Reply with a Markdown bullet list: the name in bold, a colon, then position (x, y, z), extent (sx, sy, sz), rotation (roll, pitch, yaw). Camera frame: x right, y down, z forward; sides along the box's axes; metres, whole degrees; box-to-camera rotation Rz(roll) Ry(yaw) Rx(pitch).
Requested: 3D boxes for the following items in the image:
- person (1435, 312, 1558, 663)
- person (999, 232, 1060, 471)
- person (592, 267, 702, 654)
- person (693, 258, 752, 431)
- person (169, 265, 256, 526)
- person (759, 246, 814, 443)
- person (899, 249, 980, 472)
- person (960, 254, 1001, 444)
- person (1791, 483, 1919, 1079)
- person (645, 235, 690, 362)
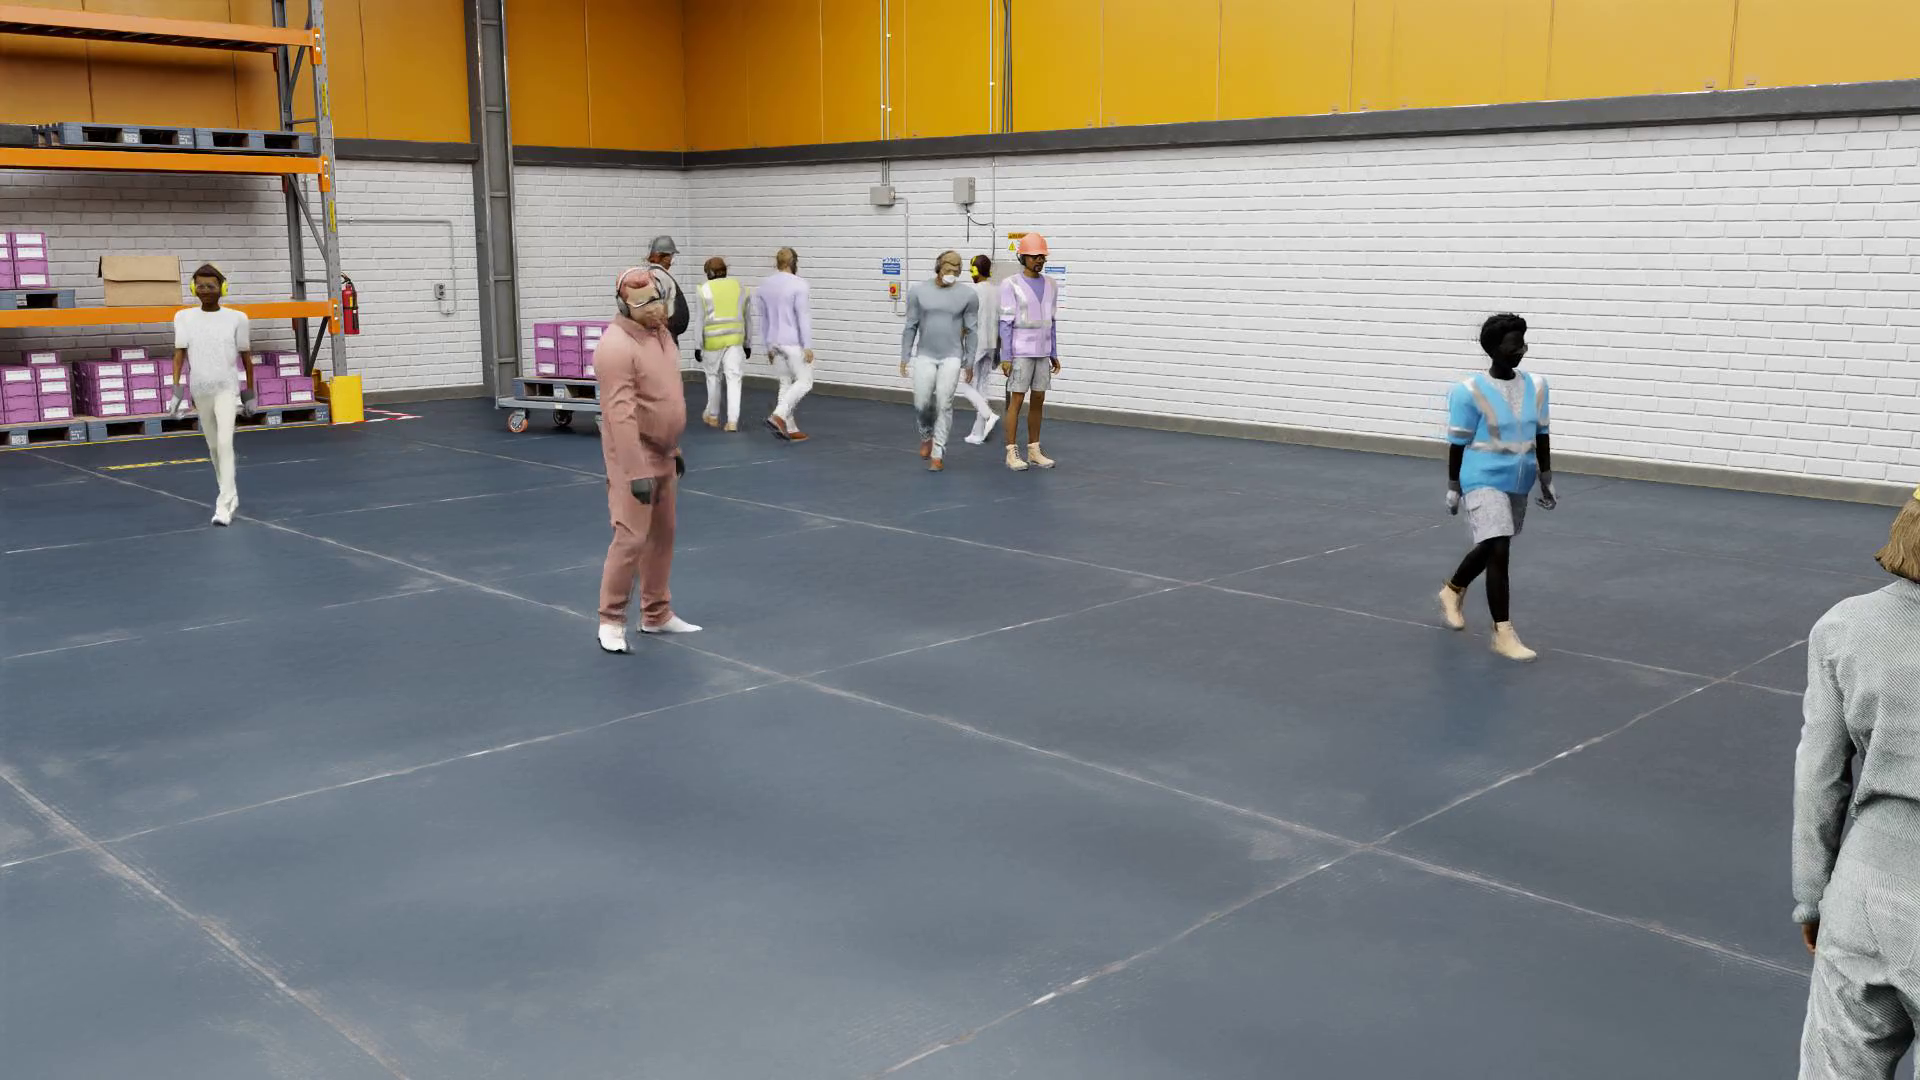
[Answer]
- **person**: position (2.599, -0.293, 8.175), extent (0.528, 1.664, 0.838), rotation (-4, 11, -22)
- **person**: position (0.626, -1.621, 14.375), extent (0.615, 2.041, 0.387), rotation (-8, 13, -36)
- **person**: position (-1.536, -0.389, 8.183), extent (0.405, 1.884, 0.717), rotation (2, 11, 13)
- **person**: position (-2.492, -2.035, 17.339), extent (0.662, 1.783, 0.924), rotation (-5, 12, -25)
- **person**: position (-5.299, -1.035, 11.817), extent (0.518, 1.821, 0.994), rotation (-1, 10, -8)
- **person**: position (-1.717, -1.883, 16.154), extent (0.657, 1.918, 0.515), rotation (9, 14, 40)
- **person**: position (-0.177, -1.548, 14.363), extent (0.701, 1.901, 0.545), rotation (1, 10, 3)
- **person**: position (0.225, -1.825, 16.040), extent (0.575, 1.840, 0.582), rotation (-7, 13, -34)
- **person**: position (1.640, 0.655, 2.782), extent (0.295, 1.743, 0.492), rotation (-6, 12, -31)
- **person**: position (-3.299, -2.385, 18.551), extent (0.566, 2.000, 0.706), rotation (-3, 11, -18)
